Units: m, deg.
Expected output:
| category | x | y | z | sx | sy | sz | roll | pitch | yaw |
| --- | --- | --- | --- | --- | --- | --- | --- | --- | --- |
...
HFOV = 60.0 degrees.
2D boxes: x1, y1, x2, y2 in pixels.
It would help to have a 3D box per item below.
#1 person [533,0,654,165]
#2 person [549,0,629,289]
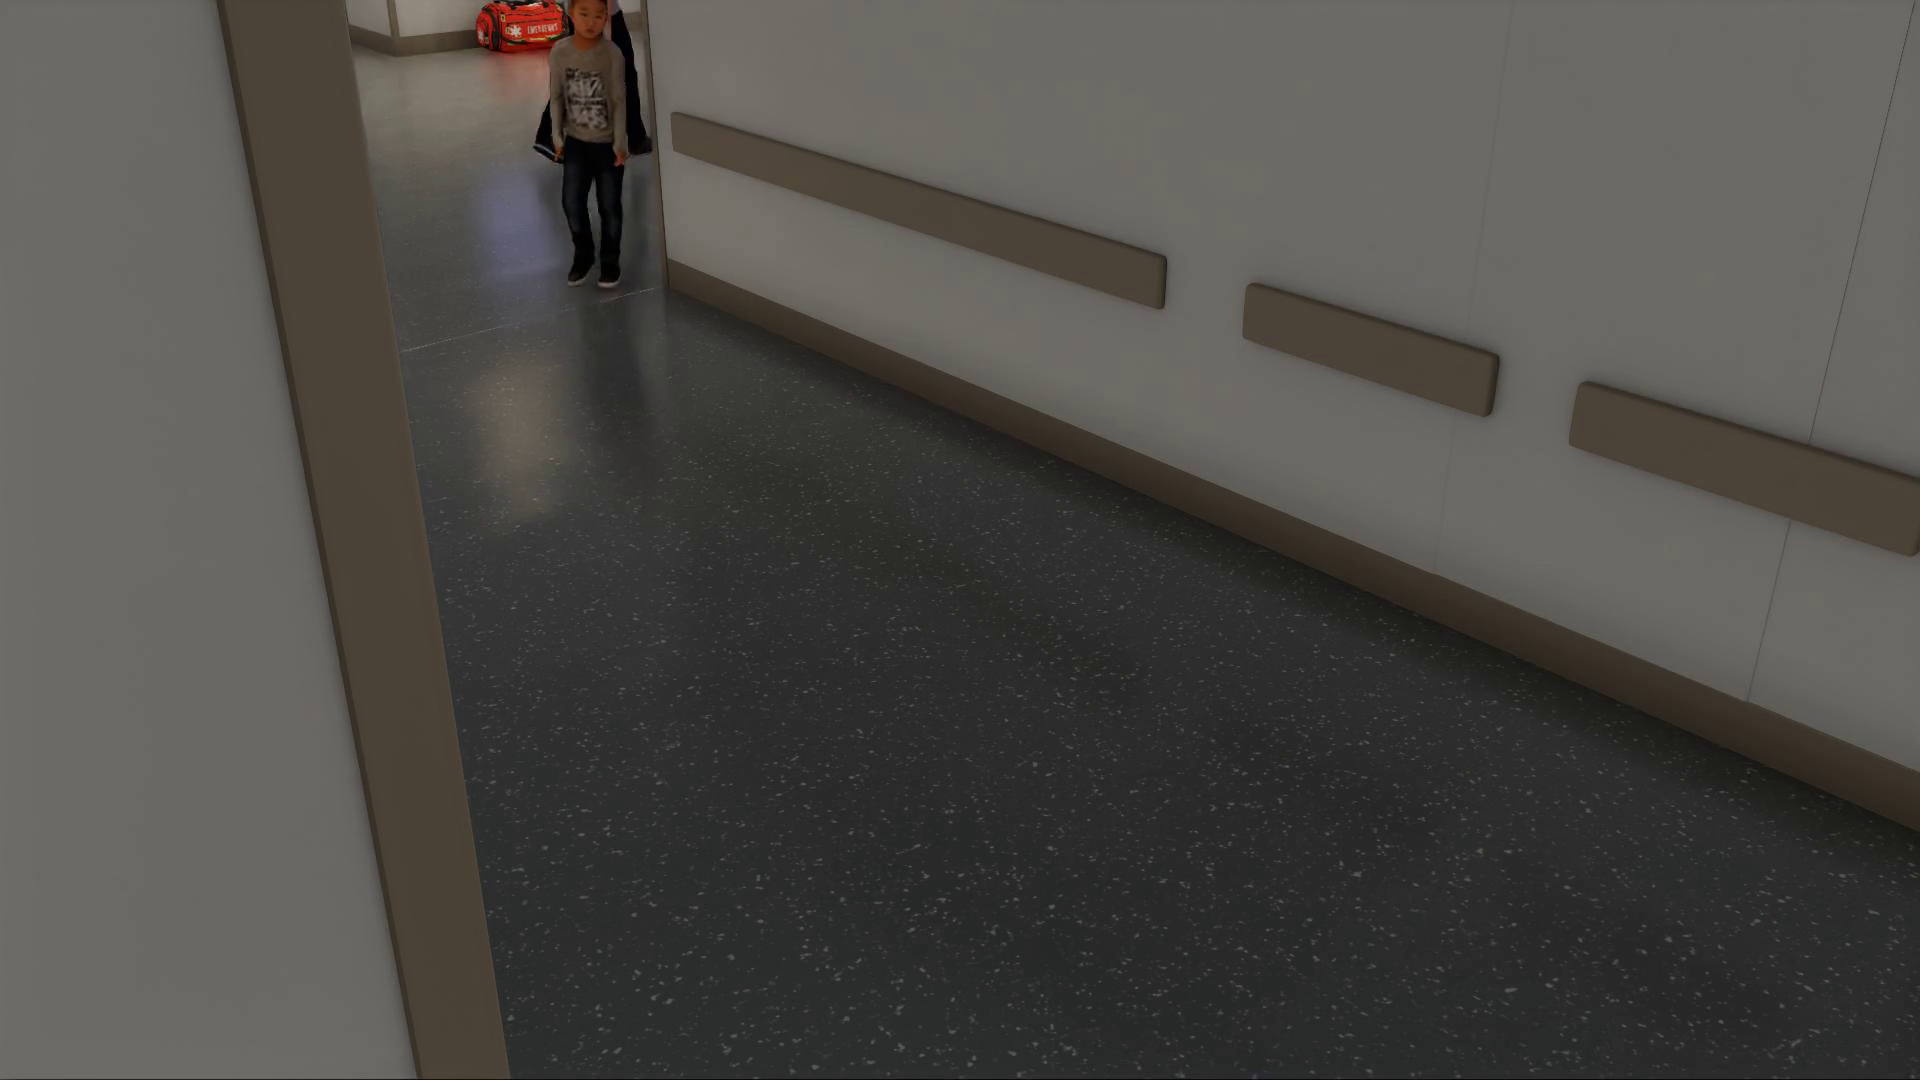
| category | x | y | z | sx | sy | sz | roll | pitch | yaw |
| --- | --- | --- | --- | --- | --- | --- | --- | --- | --- |
| person | -2.360 | -3.221 | 10.319 | 0.761 | 1.808 | 1.171 | 22 | 33 | 38 |
| person | -1.751 | -1.956 | 8.112 | 0.649 | 1.447 | 0.715 | 2 | 26 | 3 |
